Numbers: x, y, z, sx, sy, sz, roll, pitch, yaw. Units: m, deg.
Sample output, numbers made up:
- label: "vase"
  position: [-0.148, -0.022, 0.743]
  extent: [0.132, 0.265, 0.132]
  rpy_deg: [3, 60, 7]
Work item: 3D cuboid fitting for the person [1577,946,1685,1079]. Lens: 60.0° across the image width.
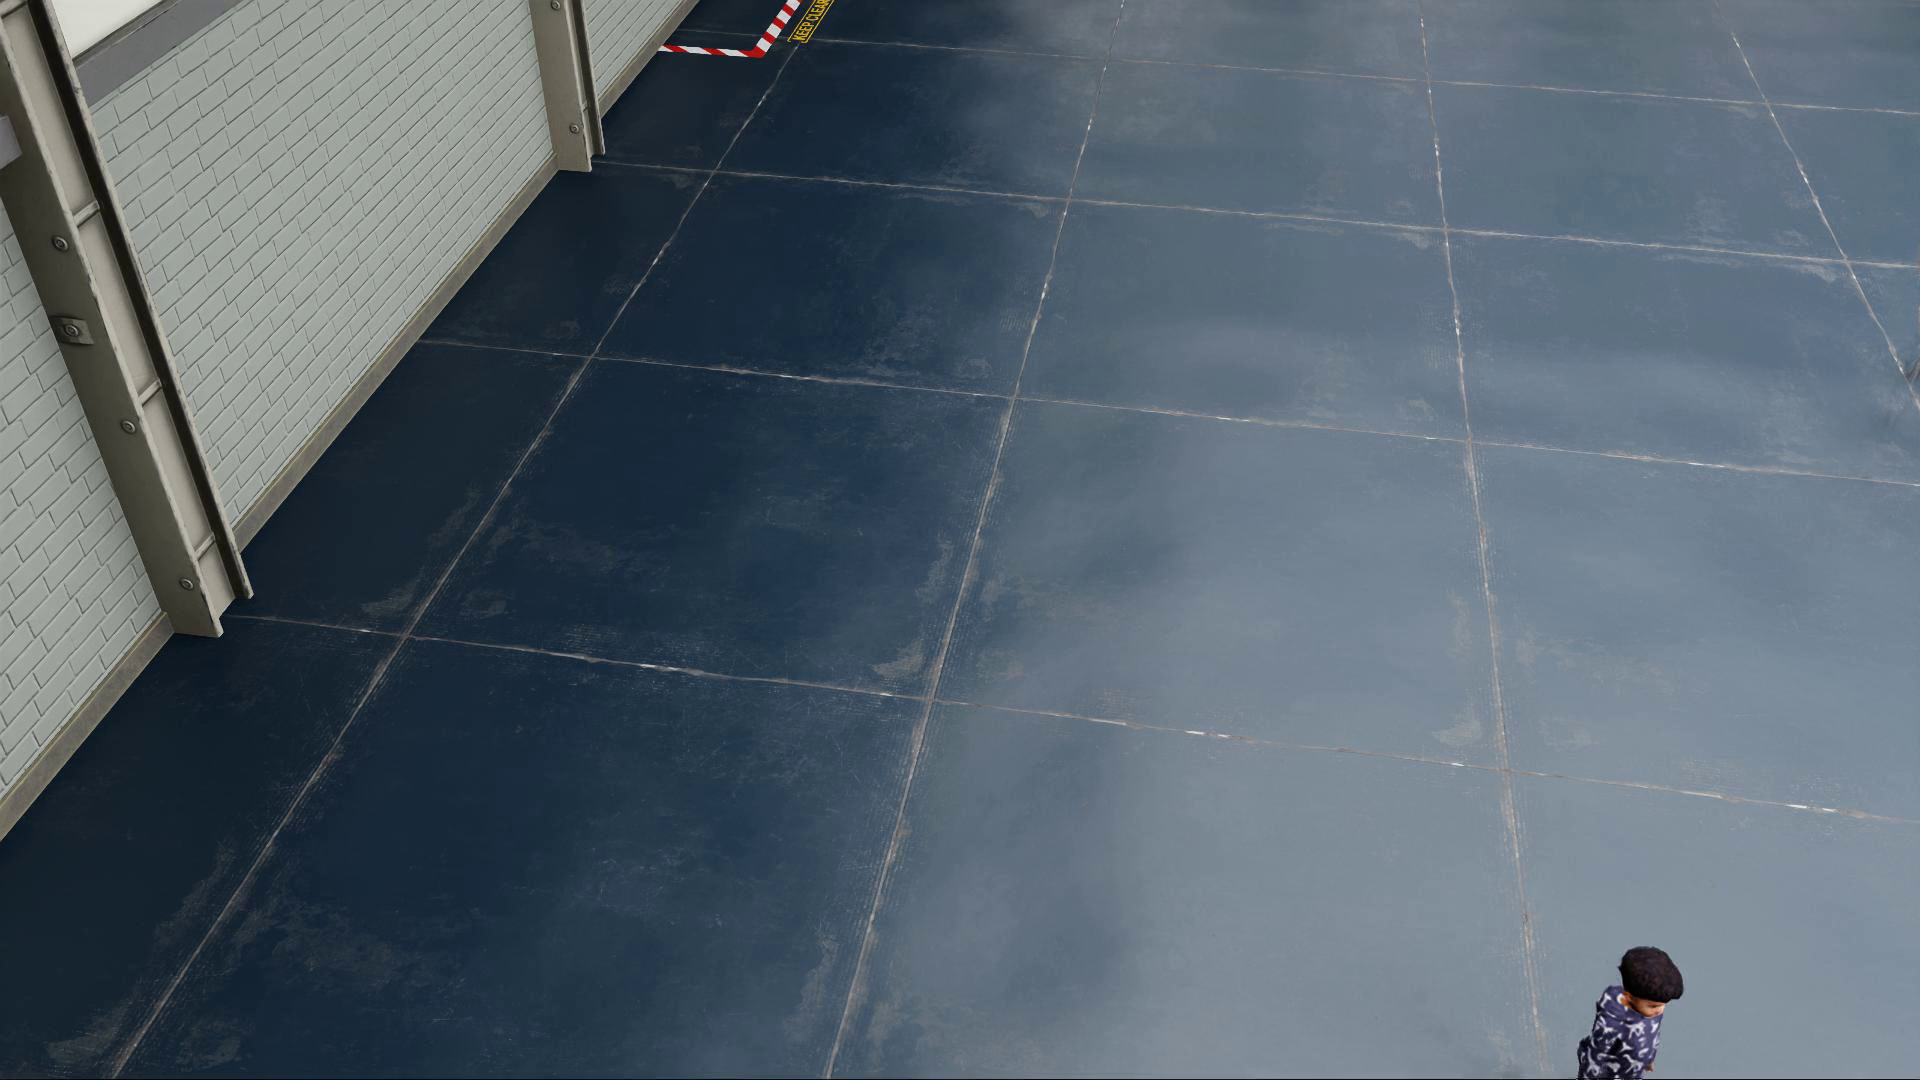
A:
- label: "person"
  position: [2.535, 1.993, 6.449]
  extent: [0.627, 1.249, 0.672]
  rpy_deg: [-17, 41, -21]
